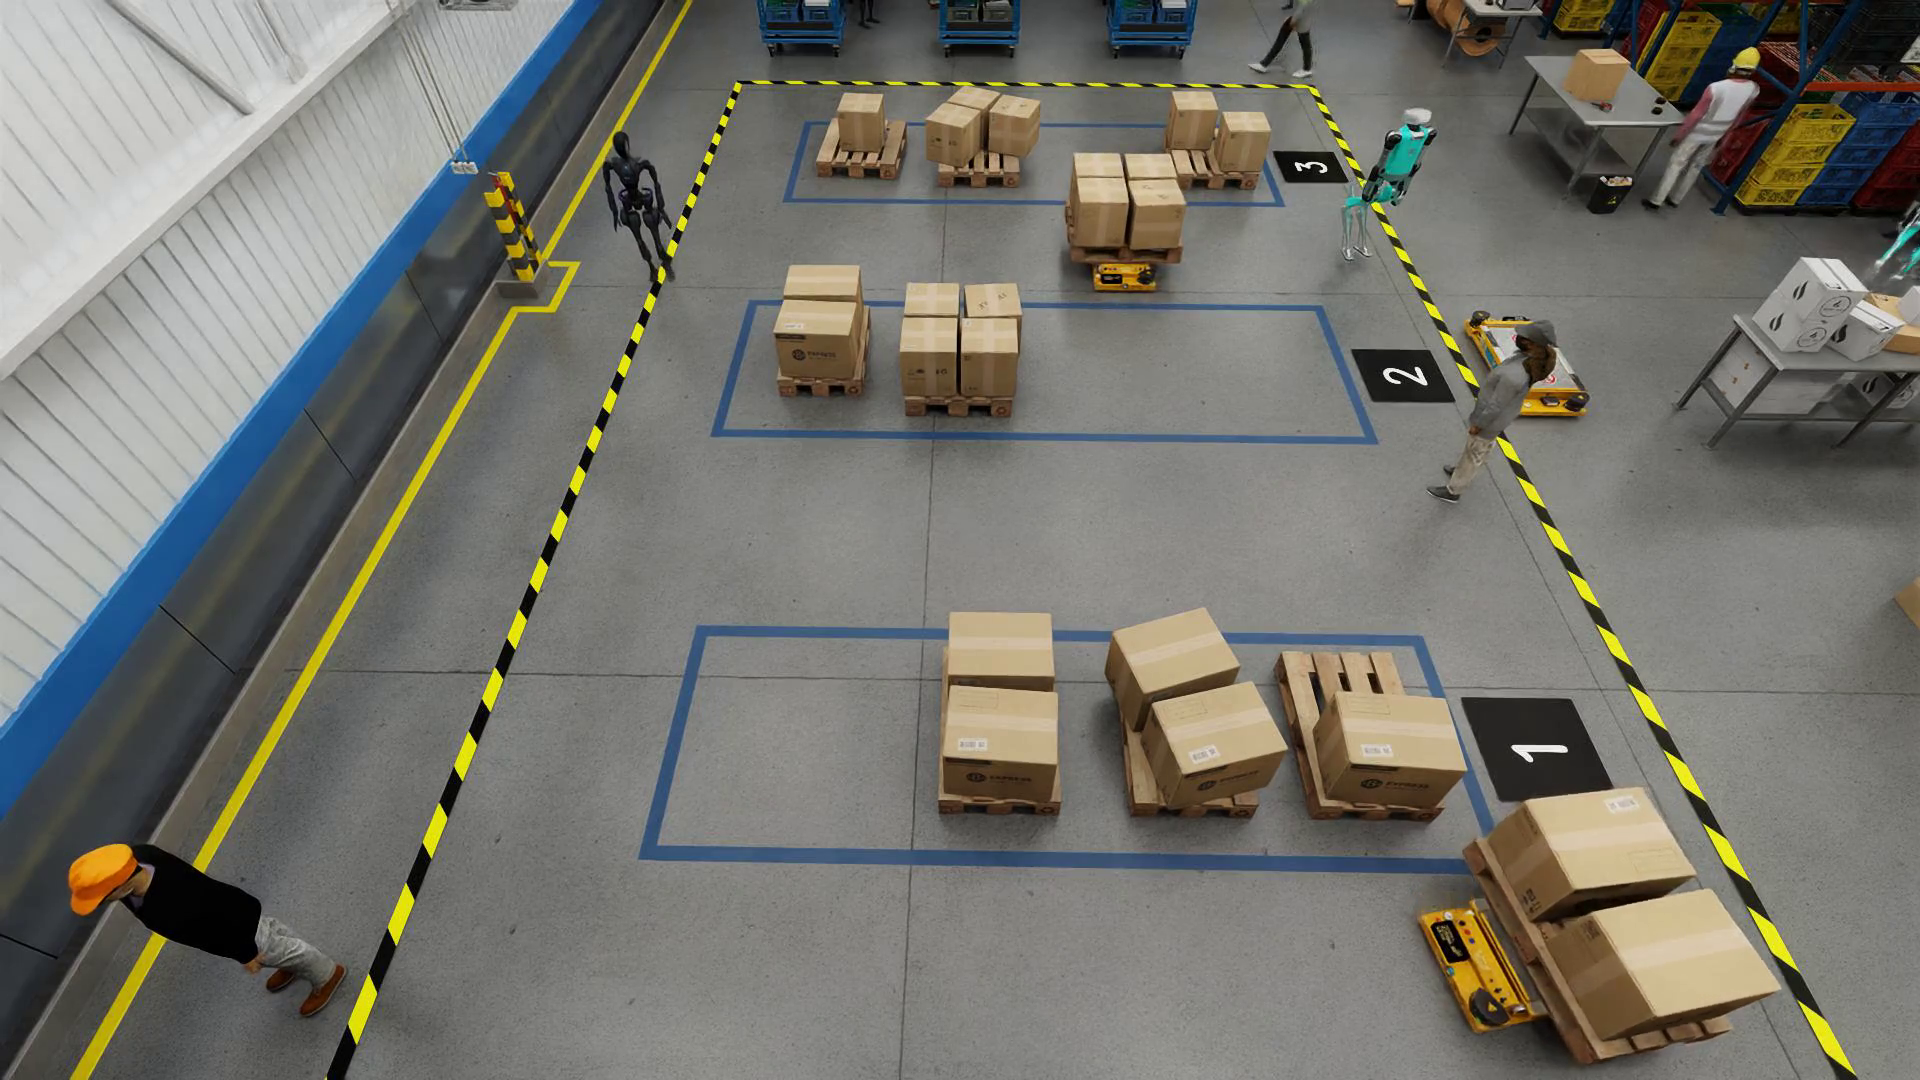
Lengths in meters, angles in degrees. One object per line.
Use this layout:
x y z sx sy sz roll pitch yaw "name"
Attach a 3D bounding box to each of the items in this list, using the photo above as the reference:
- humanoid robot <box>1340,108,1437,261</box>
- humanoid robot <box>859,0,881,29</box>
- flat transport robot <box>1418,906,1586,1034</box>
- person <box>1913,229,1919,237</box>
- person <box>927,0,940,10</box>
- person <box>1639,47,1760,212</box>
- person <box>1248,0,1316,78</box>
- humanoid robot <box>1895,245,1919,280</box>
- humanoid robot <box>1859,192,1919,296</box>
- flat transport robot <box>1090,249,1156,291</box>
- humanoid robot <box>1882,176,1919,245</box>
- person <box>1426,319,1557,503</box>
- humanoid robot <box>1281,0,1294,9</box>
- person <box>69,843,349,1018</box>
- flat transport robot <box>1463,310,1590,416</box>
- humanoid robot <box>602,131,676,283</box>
4.466 -3.853 9.811 0.533 1.673 0.735 -11 50 -9 "humanoid robot"
-1.448 -8.992 14.375 0.315 1.657 0.599 25 54 20 "humanoid robot"
3.566 2.410 5.429 1.431 0.197 0.652 -8 50 -7 "flat transport robot"
11.327 -4.113 10.026 0.361 1.882 0.573 12 50 10 "person"
-0.398 -9.695 14.821 0.363 1.938 0.630 -6 49 -5 "person"
8.552 -4.687 10.555 0.599 1.829 0.404 -1 49 -1 "person"
4.796 -7.523 13.029 0.962 1.799 0.605 1 49 1 "person"
10.719 -3.562 9.708 0.560 1.854 0.803 15 51 13 "humanoid robot"
9.676 -3.093 9.264 0.893 1.808 0.552 -28 55 -22 "humanoid robot"
1.807 -3.317 10.386 0.652 0.197 1.431 1 49 1 "flat transport robot"
10.964 -3.993 10.060 0.386 1.633 0.596 -28 55 -22 "humanoid robot"
4.345 -1.027 7.429 0.397 1.769 0.572 35 58 27 "person"
5.603 -9.391 14.727 0.328 1.648 0.586 -23 53 -19 "humanoid robot"
-3.822 2.009 4.730 0.585 1.879 0.381 24 53 20 "person"
5.573 -1.757 9.054 0.659 0.231 1.431 1 49 1 "flat transport robot"
-3.355 -3.447 9.584 0.600 1.645 0.368 -7 49 -6 "humanoid robot"
